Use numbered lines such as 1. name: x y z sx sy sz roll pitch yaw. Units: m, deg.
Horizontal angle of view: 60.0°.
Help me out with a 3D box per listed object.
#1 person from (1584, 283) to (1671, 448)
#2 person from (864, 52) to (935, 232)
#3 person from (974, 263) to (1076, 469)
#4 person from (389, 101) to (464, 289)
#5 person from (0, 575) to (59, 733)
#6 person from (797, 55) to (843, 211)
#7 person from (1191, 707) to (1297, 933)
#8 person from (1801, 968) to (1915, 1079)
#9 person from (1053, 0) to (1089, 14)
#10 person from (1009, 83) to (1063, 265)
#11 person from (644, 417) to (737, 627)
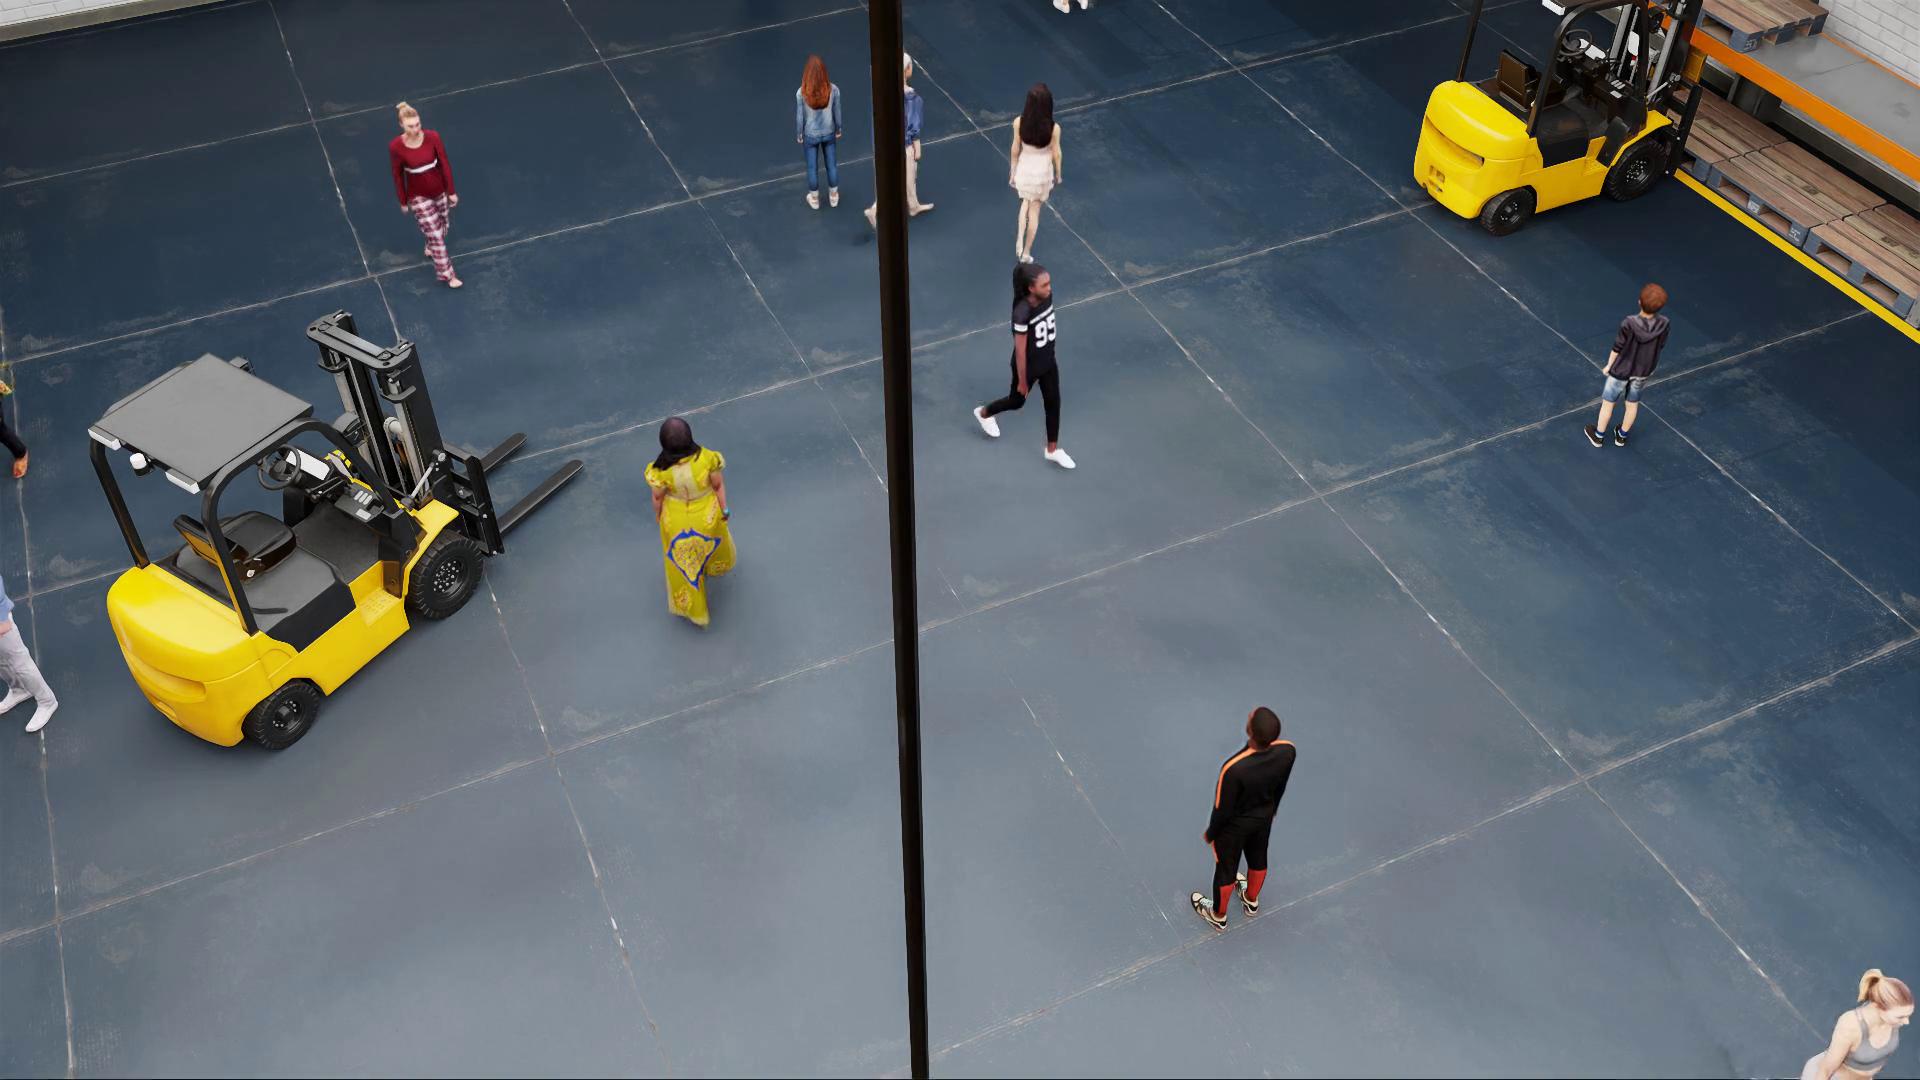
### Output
1. person: 5.095 -1.321 12.641 0.613 1.446 0.635 2 44 2
2. person: -0.574 -3.514 14.785 0.785 1.676 1.017 -26 49 -24
3. person: 0.472 -1.323 12.461 1.221 1.698 0.962 28 50 26
4. person: -4.592 -2.992 14.232 0.760 1.672 0.992 -25 49 -24
5. person: -6.181 0.429 10.484 0.717 1.888 0.803 19 47 19
6. person: -1.279 -3.700 15.119 0.593 1.474 0.532 -11 45 -12
7. person: 1.610 1.561 9.354 0.607 1.808 0.509 -18 47 -18
8. person: 4.336 2.635 8.310 0.580 1.693 0.731 -14 45 -14
9. person: 1.254 -6.580 17.900 0.592 1.808 0.509 -16 46 -16
10. person: 0.606 -3.054 14.260 0.677 1.723 0.740 13 45 13
11. person: -1.801 -0.099 11.236 0.815 1.626 1.198 -11 45 -12
